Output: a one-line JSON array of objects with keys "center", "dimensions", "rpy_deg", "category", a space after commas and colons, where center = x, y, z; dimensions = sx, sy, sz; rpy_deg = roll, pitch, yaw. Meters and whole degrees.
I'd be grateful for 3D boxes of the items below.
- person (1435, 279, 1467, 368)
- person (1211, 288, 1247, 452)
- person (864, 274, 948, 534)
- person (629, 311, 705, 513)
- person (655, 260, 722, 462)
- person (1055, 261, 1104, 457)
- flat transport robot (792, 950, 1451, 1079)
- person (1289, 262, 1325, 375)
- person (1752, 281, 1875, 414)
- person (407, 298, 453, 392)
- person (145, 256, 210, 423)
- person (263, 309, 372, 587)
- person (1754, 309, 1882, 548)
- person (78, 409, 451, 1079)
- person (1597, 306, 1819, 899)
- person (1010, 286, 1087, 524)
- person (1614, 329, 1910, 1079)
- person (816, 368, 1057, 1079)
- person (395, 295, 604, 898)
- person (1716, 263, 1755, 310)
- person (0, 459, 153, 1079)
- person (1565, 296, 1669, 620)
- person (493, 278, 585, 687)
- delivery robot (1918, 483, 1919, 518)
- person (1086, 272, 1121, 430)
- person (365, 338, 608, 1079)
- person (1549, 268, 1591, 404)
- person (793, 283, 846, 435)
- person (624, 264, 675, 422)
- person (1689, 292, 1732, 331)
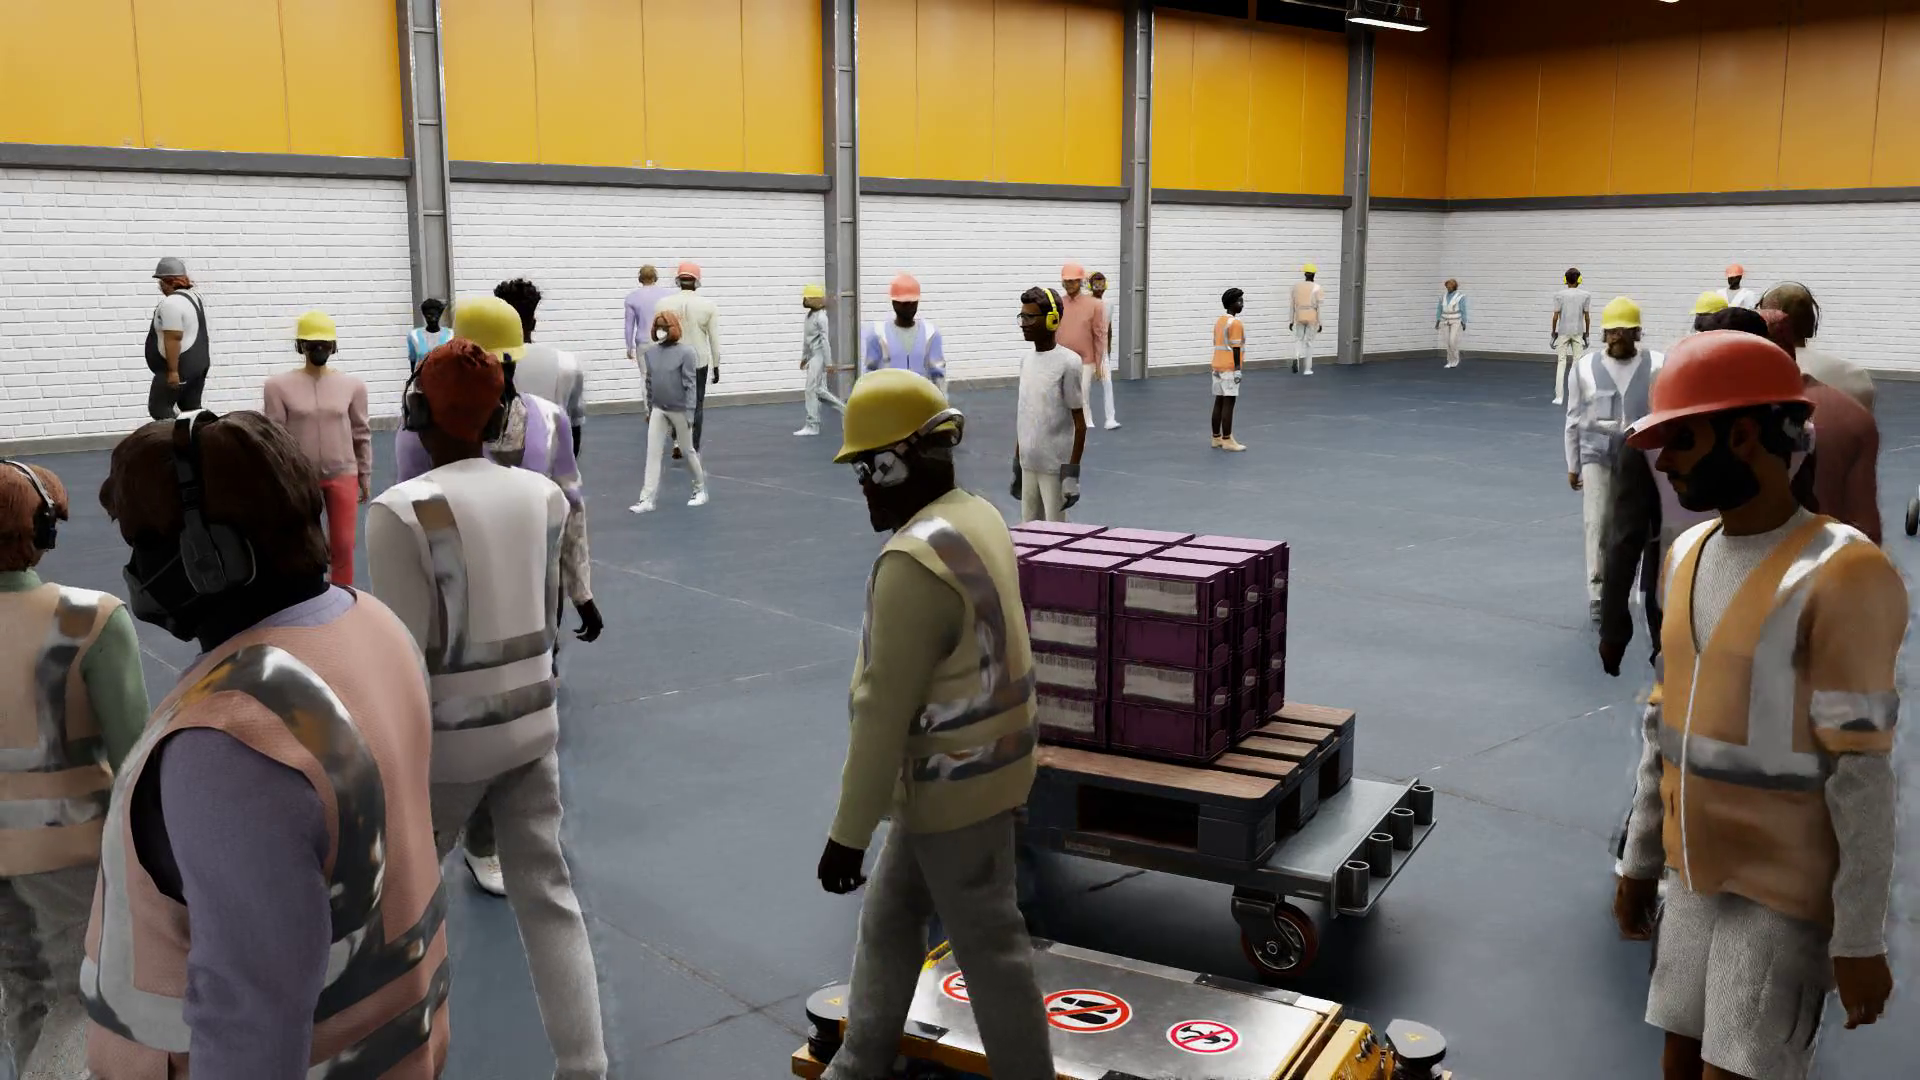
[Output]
[{"center": [8.884, -3.908, 30.065], "dimensions": [0.431, 1.620, 0.519], "rpy_deg": [-7, 12, -37], "category": "person"}, {"center": [2.796, -1.774, 17.320], "dimensions": [0.322, 1.699, 0.536], "rpy_deg": [-2, 10, -13], "category": "person"}, {"center": [-0.356, -0.904, 11.673], "dimensions": [0.572, 1.884, 0.972], "rpy_deg": [-3, 10, -15], "category": "person"}, {"center": [-2.325, -1.032, 13.293], "dimensions": [0.517, 1.592, 0.781], "rpy_deg": [4, 11, 24], "category": "person"}, {"center": [-2.648, -1.730, 16.247], "dimensions": [0.652, 1.975, 0.442], "rpy_deg": [0, 10, 2], "category": "person"}, {"center": [1.152, -1.807, 16.712], "dimensions": [0.617, 1.979, 0.542], "rpy_deg": [3, 10, 16], "category": "person"}, {"center": [0.373, 1.222, 3.957], "dimensions": [1.431, 0.197, 0.652], "rpy_deg": [5, 11, 28], "category": "flat transport robot"}, {"center": [5.874, -3.745, 28.230], "dimensions": [0.612, 1.913, 0.537], "rpy_deg": [6, 11, 30], "category": "person"}, {"center": [3.213, -0.049, 6.560], "dimensions": [0.647, 1.928, 0.572], "rpy_deg": [4, 10, 20], "category": "person"}, {"center": [-5.025, -1.516, 16.026], "dimensions": [0.536, 1.637, 0.903], "rpy_deg": [-2, 10, -13], "category": "person"}, {"center": [-7.275, -1.629, 15.478], "dimensions": [0.538, 2.000, 0.700], "rpy_deg": [0, 10, -2], "category": "person"}, {"center": [-3.357, -0.336, 8.730], "dimensions": [0.538, 1.752, 0.559], "rpy_deg": [-5, 11, -28], "category": "person"}, {"center": [2.815, 0.120, 5.835], "dimensions": [0.677, 1.843, 1.014], "rpy_deg": [2, 10, 14], "category": "person"}, {"center": [-0.893, 0.745, 2.177], "dimensions": [0.429, 1.839, 0.621], "rpy_deg": [-1, 10, -6], "category": "person"}, {"center": [2.274, 0.254, 4.952], "dimensions": [0.593, 1.865, 0.914], "rpy_deg": [-2, 10, -11], "category": "person"}, {"center": [0.426, -0.356, 8.523], "dimensions": [0.313, 1.869, 0.539], "rpy_deg": [-6, 12, -33], "category": "person"}, {"center": [1.413, 0.587, 2.950], "dimensions": [0.483, 1.898, 0.596], "rpy_deg": [-2, 10, -12], "category": "person"}, {"center": [-0.127, 0.524, 3.621], "dimensions": [0.820, 1.773, 0.626], "rpy_deg": [1, 10, 9], "category": "person"}, {"center": [-1.457, 0.178, 5.321], "dimensions": [0.595, 1.897, 0.579], "rpy_deg": [8, 13, 40], "category": "person"}, {"center": [10.956, -2.957, 23.598], "dimensions": [0.515, 1.922, 0.551], "rpy_deg": [-9, 13, -42], "category": "person"}, {"center": [-1.922, 0.646, 3.395], "dimensions": [0.526, 1.615, 0.673], "rpy_deg": [0, 10, 3], "category": "person"}, {"center": [3.751, -0.483, 9.468], "dimensions": [0.596, 1.805, 0.805], "rpy_deg": [3, 10, 18], "category": "person"}, {"center": [-2.113, -0.300, 8.059], "dimensions": [0.607, 1.906, 1.025], "rpy_deg": [-4, 10, -22], "category": "person"}, {"center": [7.203, -0.363, 12.136], "dimensions": [0.477, 0.478, 0.707], "rpy_deg": [5, 11, 28], "category": "delivery robot"}, {"center": [1.606, -2.182, 19.331], "dimensions": [0.482, 1.823, 0.895], "rpy_deg": [-2, 10, -12], "category": "person"}, {"center": [-1.169, 0.459, 3.846], "dimensions": [0.980, 1.831, 0.601], "rpy_deg": [6, 11, 31], "category": "person"}, {"center": [8.336, -2.779, 22.729], "dimensions": [0.521, 1.865, 0.327], "rpy_deg": [3, 10, 16], "category": "person"}, {"center": [-1.565, -2.052, 18.891], "dimensions": [0.685, 1.719, 0.485], "rpy_deg": [-4, 10, -21], "category": "person"}, {"center": [-3.728, -2.362, 20.089], "dimensions": [0.655, 1.929, 0.461], "rpy_deg": [-3, 10, -16], "category": "person"}, {"center": [5.398, -0.908, 12.057], "dimensions": [0.312, 1.767, 0.533], "rpy_deg": [0, 10, 3], "category": "person"}]
